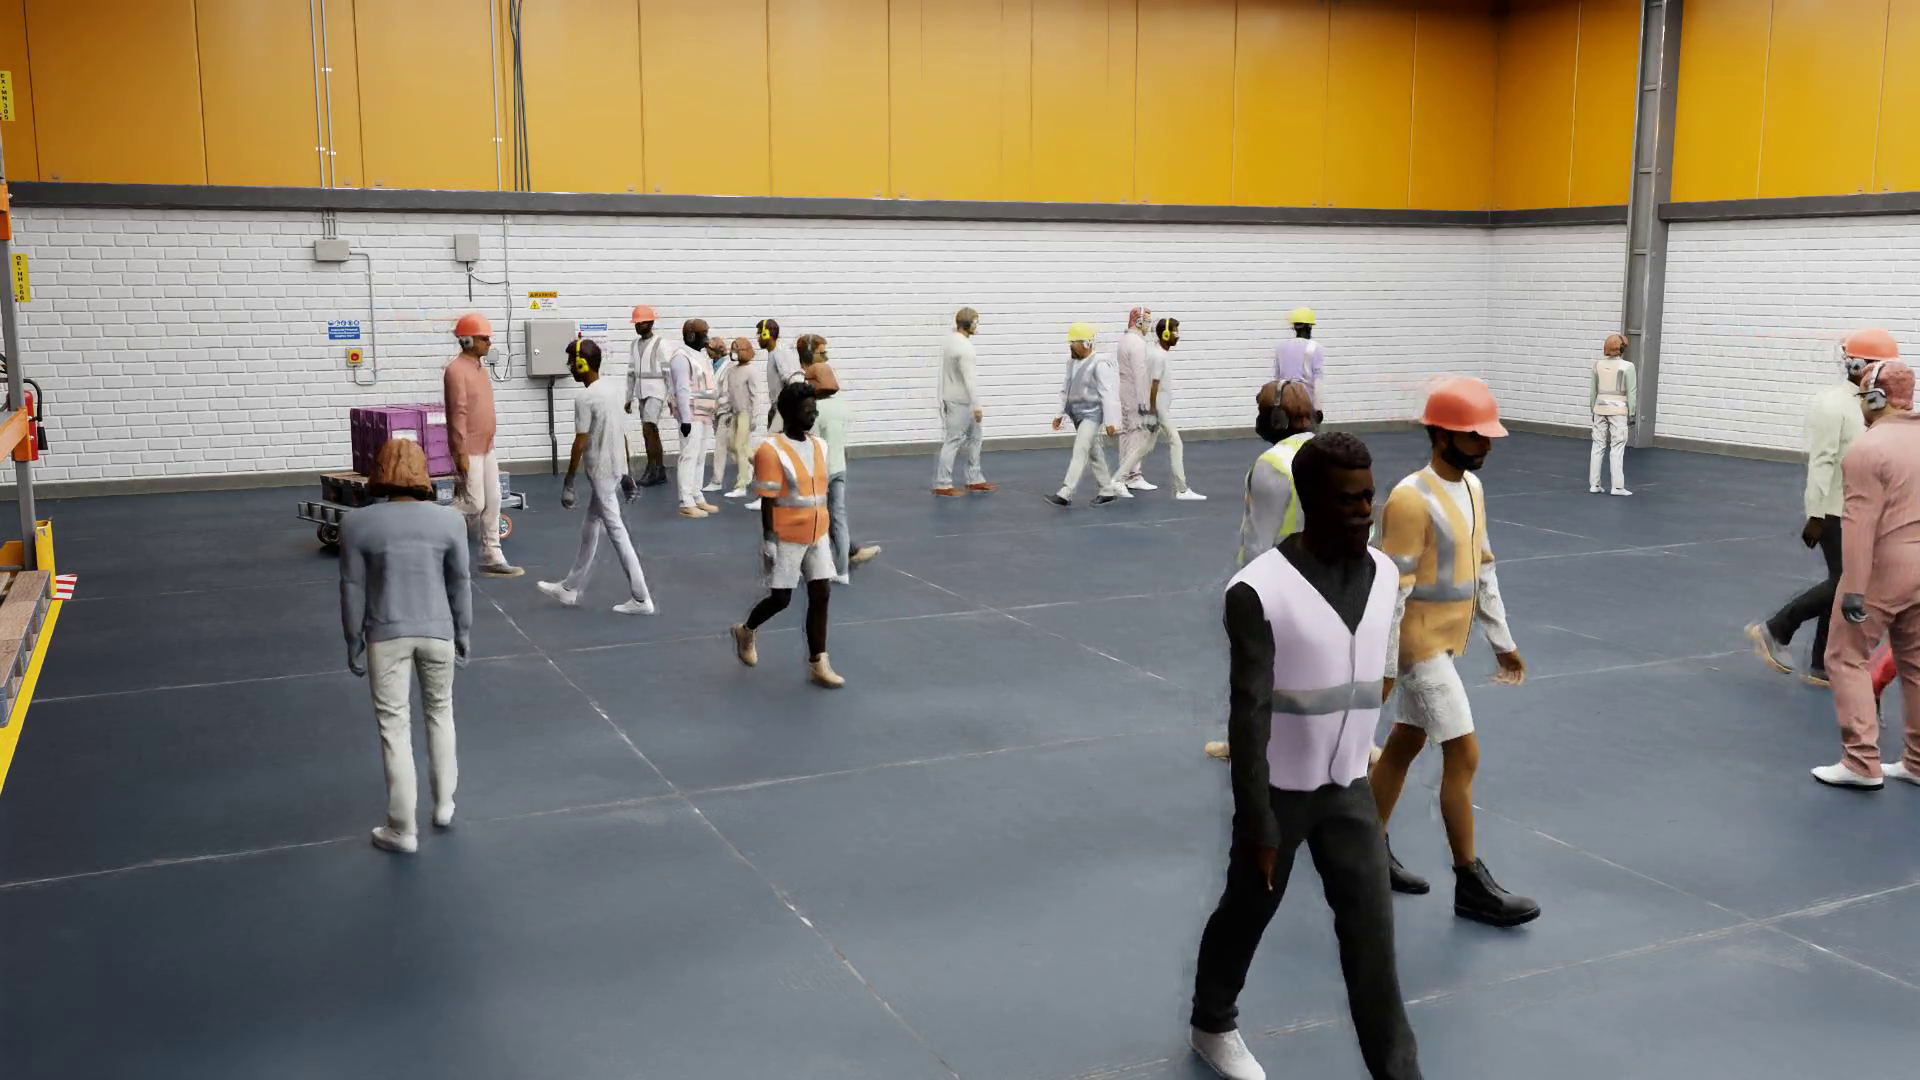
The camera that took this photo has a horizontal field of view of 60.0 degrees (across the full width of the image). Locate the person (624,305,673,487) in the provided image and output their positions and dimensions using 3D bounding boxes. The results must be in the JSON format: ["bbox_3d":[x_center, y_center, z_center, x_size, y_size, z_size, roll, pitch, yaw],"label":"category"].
[{"bbox_3d":[-3.341,-1.512,17.535,0.581,1.915,0.683,7,11,37],"label":"person"}]

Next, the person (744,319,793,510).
[{"bbox_3d":[-1.738,-1.183,15.815,0.807,1.811,0.507,-1,9,-3],"label":"person"}]

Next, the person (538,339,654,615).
[{"bbox_3d":[-2.460,-0.407,10.988,0.960,1.818,0.531,2,9,14],"label":"person"}]

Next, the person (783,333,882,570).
[{"bbox_3d":[-1.072,-0.654,12.591,0.933,1.795,0.535,-1,9,-4],"label":"person"}]

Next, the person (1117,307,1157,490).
[{"bbox_3d":[1.858,-1.478,17.389,0.409,1.904,0.639,-2,9,-9],"label":"person"}]

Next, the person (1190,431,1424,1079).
[{"bbox_3d":[0.930,0.644,4.339,0.607,1.857,1.030,-6,11,-32],"label":"person"}]

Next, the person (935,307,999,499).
[{"bbox_3d":[0.118,-1.362,16.619,0.819,1.908,0.662,-2,9,-11],"label":"person"}]

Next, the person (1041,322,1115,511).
[{"bbox_3d":[1.144,-1.175,15.872,0.905,1.777,0.586,-5,10,-26],"label":"person"}]

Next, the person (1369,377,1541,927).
[{"bbox_3d":[1.769,0.383,5.858,0.855,1.898,0.547,6,11,34],"label":"person"}]

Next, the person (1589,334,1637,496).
[{"bbox_3d":[6.612,-1.264,16.863,0.307,1.643,0.514,-6,11,-34],"label":"person"}]

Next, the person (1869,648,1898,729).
[{"bbox_3d":[4.878,0.105,8.126,0.877,1.719,0.544,7,11,35],"label":"person"}]

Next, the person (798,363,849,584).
[{"bbox_3d":[-1.074,-0.480,12.112,0.658,1.610,0.506,6,11,35],"label":"person"}]

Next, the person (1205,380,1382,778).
[{"bbox_3d":[1.512,0.195,7.342,0.922,1.806,0.629,7,11,36],"label":"person"}]

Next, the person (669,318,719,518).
[{"bbox_3d":[-2.449,-1.133,15.437,0.429,1.839,0.633,2,9,10],"label":"person"}]

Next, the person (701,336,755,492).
[{"bbox_3d":[-2.443,-1.330,17.391,0.519,1.606,0.787,7,12,39],"label":"person"}]

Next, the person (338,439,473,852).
[{"bbox_3d":[-2.196,0.405,6.629,0.499,1.595,0.531,-5,10,-29],"label":"person"}]

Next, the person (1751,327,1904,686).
[{"bbox_3d":[4.748,-0.165,9.010,0.627,1.969,0.550,-8,12,-42],"label":"person"}]

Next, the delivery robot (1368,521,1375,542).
[{"bbox_3d":[2.729,-0.065,12.493,0.707,0.478,0.477,0,9,0],"label":"delivery robot"}]

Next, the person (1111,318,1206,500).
[{"bbox_3d":[1.943,-1.303,16.573,0.959,1.828,0.535,1,9,5],"label":"person"}]

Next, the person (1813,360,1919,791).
[{"bbox_3d":[4.084,0.162,7.289,0.675,1.884,0.426,-3,10,-20],"label":"person"}]

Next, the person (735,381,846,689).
[{"bbox_3d":[-0.934,-0.039,9.101,0.671,1.678,0.537,8,12,41],"label":"person"}]

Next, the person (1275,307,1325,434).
[{"bbox_3d":[3.460,-1.399,16.867,0.439,1.907,0.608,-9,12,-43],"label":"person"}]

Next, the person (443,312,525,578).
[{"bbox_3d":[-3.636,-0.683,12.222,0.706,1.977,0.628,1,9,8],"label":"person"}]

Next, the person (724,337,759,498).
[{"bbox_3d":[-2.151,-1.252,16.829,0.571,1.615,0.515,-6,11,-34],"label":"person"}]
